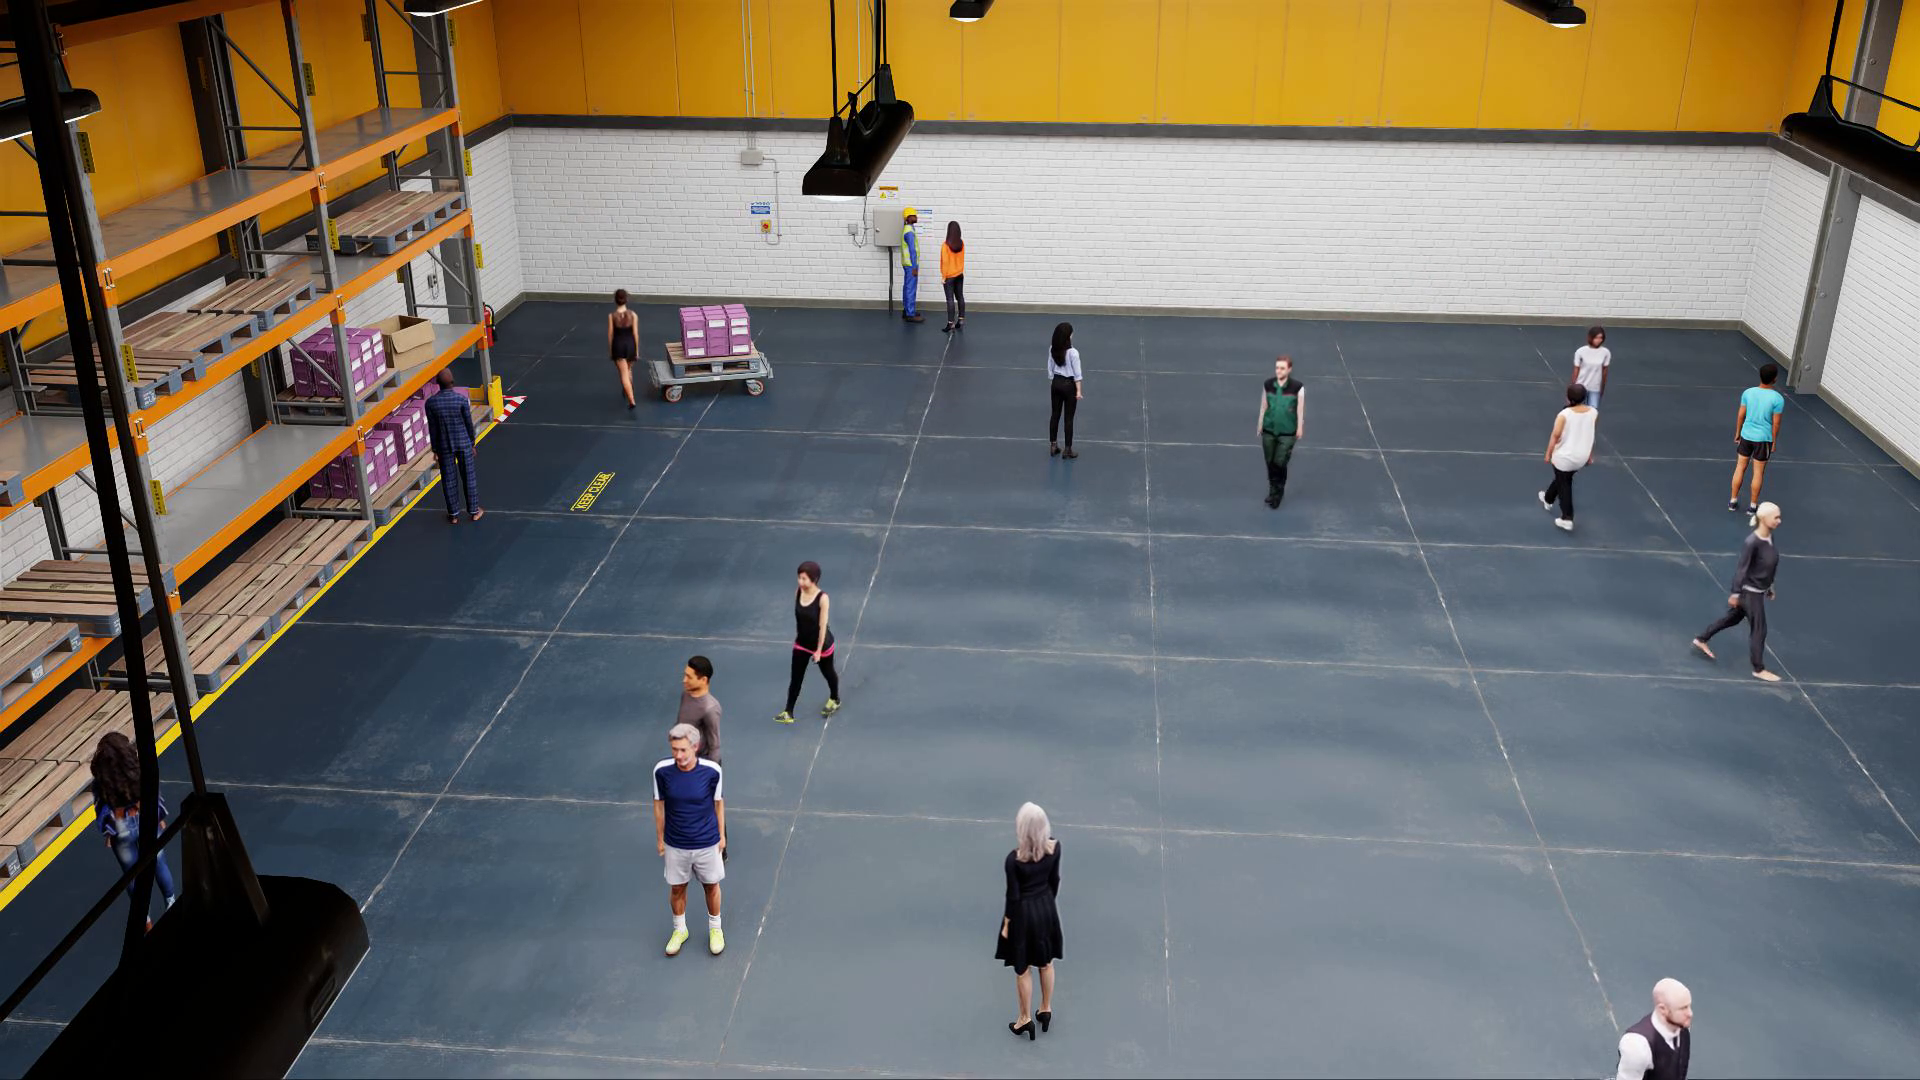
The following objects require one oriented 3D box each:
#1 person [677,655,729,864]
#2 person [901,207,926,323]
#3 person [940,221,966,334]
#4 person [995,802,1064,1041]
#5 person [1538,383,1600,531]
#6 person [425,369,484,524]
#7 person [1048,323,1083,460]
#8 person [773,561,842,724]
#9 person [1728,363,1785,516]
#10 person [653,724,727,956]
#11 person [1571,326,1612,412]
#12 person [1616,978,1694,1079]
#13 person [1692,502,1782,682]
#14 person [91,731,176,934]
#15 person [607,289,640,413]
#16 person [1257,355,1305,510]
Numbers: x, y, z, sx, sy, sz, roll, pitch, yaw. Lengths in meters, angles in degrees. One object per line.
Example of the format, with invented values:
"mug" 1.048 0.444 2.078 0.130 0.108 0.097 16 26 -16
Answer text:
"person" -1.946 1.679 12.625 0.766 1.768 0.689 6 24 14
"person" -0.785 -4.403 26.482 0.777 1.813 0.606 -4 24 -8
"person" -0.098 -4.109 25.890 0.692 1.748 0.766 -21 31 -39
"person" 0.457 2.473 10.837 0.703 1.746 0.744 -14 27 -29
"person" 6.881 -0.920 18.715 0.916 1.652 1.146 -7 25 -16
"person" -5.737 -1.077 18.865 0.743 1.820 0.732 -7 25 -15
"person" 1.295 -1.876 20.787 0.732 1.744 0.750 18 29 35
"person" -1.231 0.884 14.754 0.843 1.520 1.044 15 28 31
"person" 9.152 -1.166 19.124 0.688 1.776 0.722 21 31 39
"person" -1.876 2.074 11.636 0.658 1.837 0.573 -1 24 -2
"person" 7.827 -1.876 20.830 0.609 1.711 0.711 4 24 8
"person" 3.704 3.153 9.193 0.899 1.816 0.959 -18 30 -36
"person" 7.330 0.428 15.584 1.082 1.691 1.100 21 31 39
"person" -5.908 2.076 11.907 0.695 1.615 0.738 -15 28 -31
"person" -4.502 -2.513 22.385 0.936 1.632 1.223 -10 25 -21
"person" 3.747 -1.290 19.342 0.809 1.829 0.865 14 27 28
